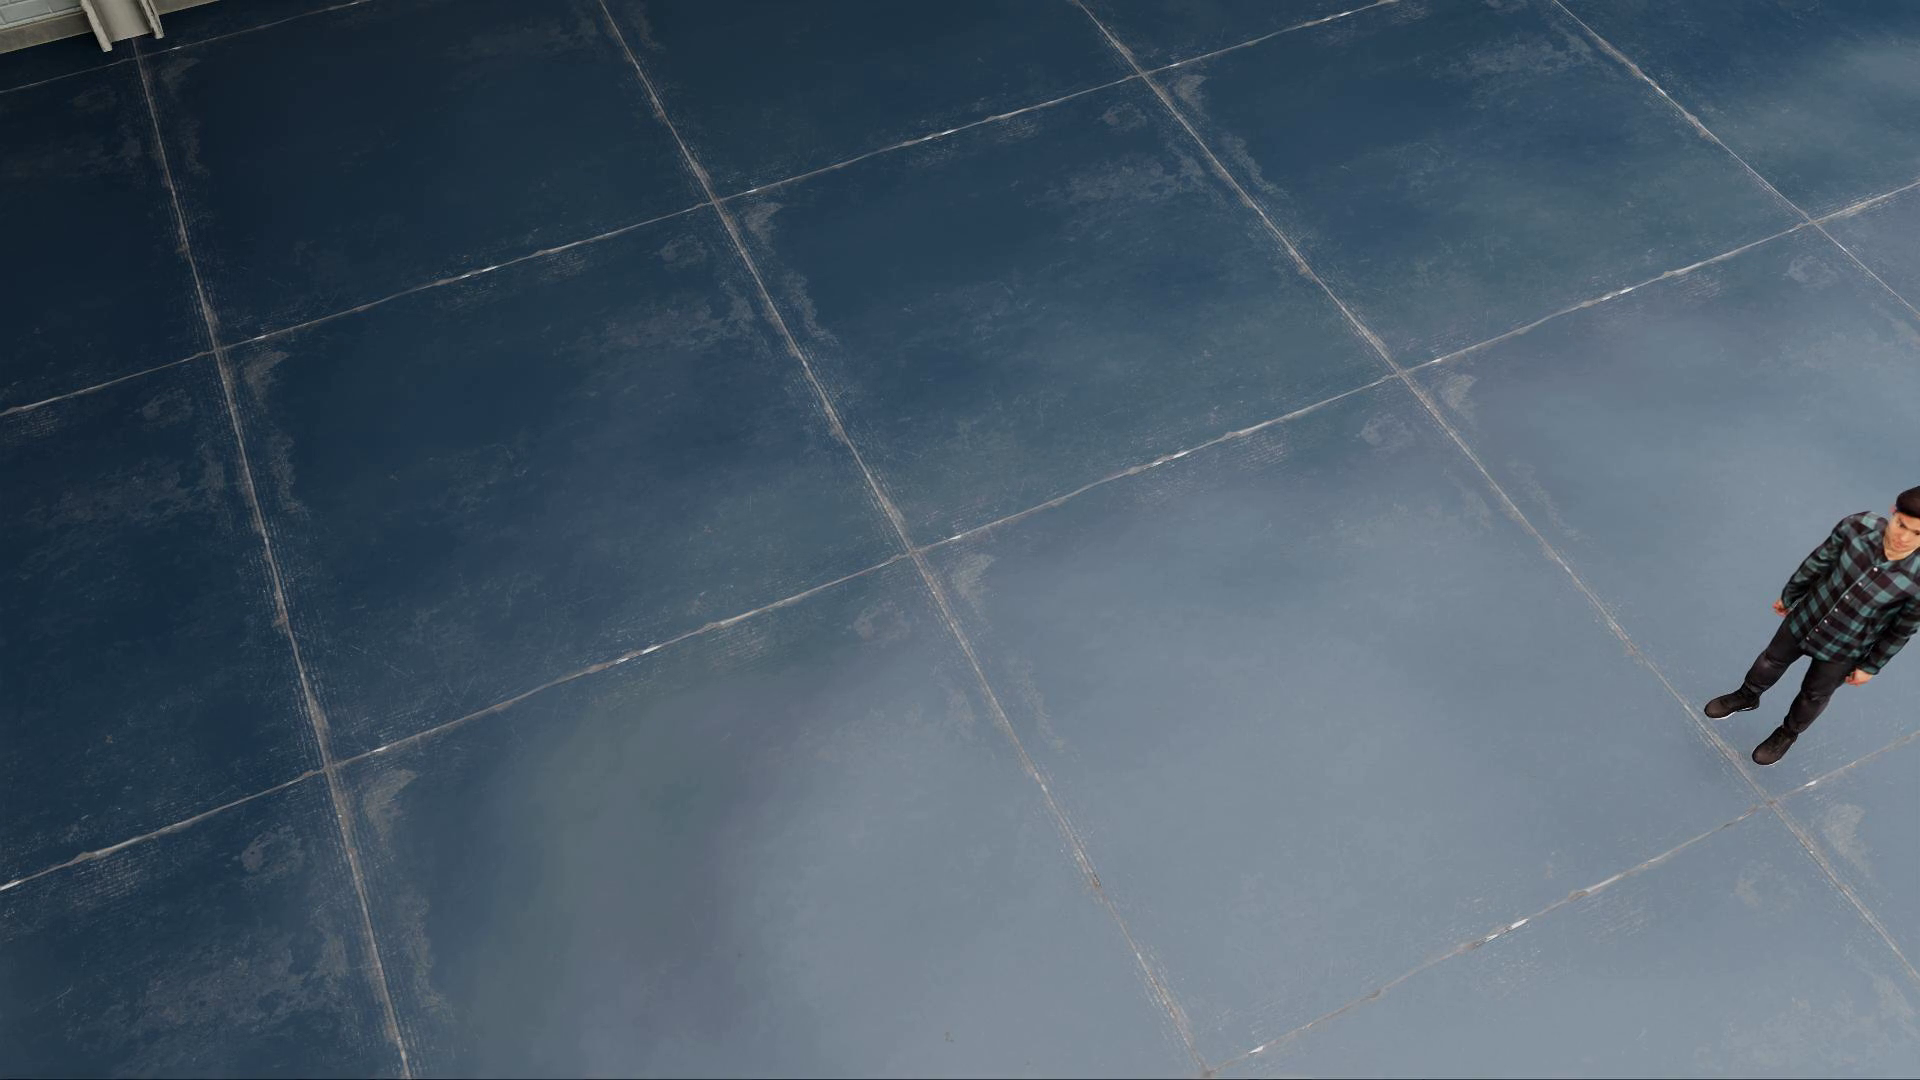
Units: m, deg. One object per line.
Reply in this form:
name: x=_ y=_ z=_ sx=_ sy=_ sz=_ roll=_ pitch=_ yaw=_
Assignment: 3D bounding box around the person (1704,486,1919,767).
person: x=3.678 y=0.344 z=6.994 sx=0.548 sy=1.713 sz=0.697 roll=-25 pitch=56 yaw=-18
